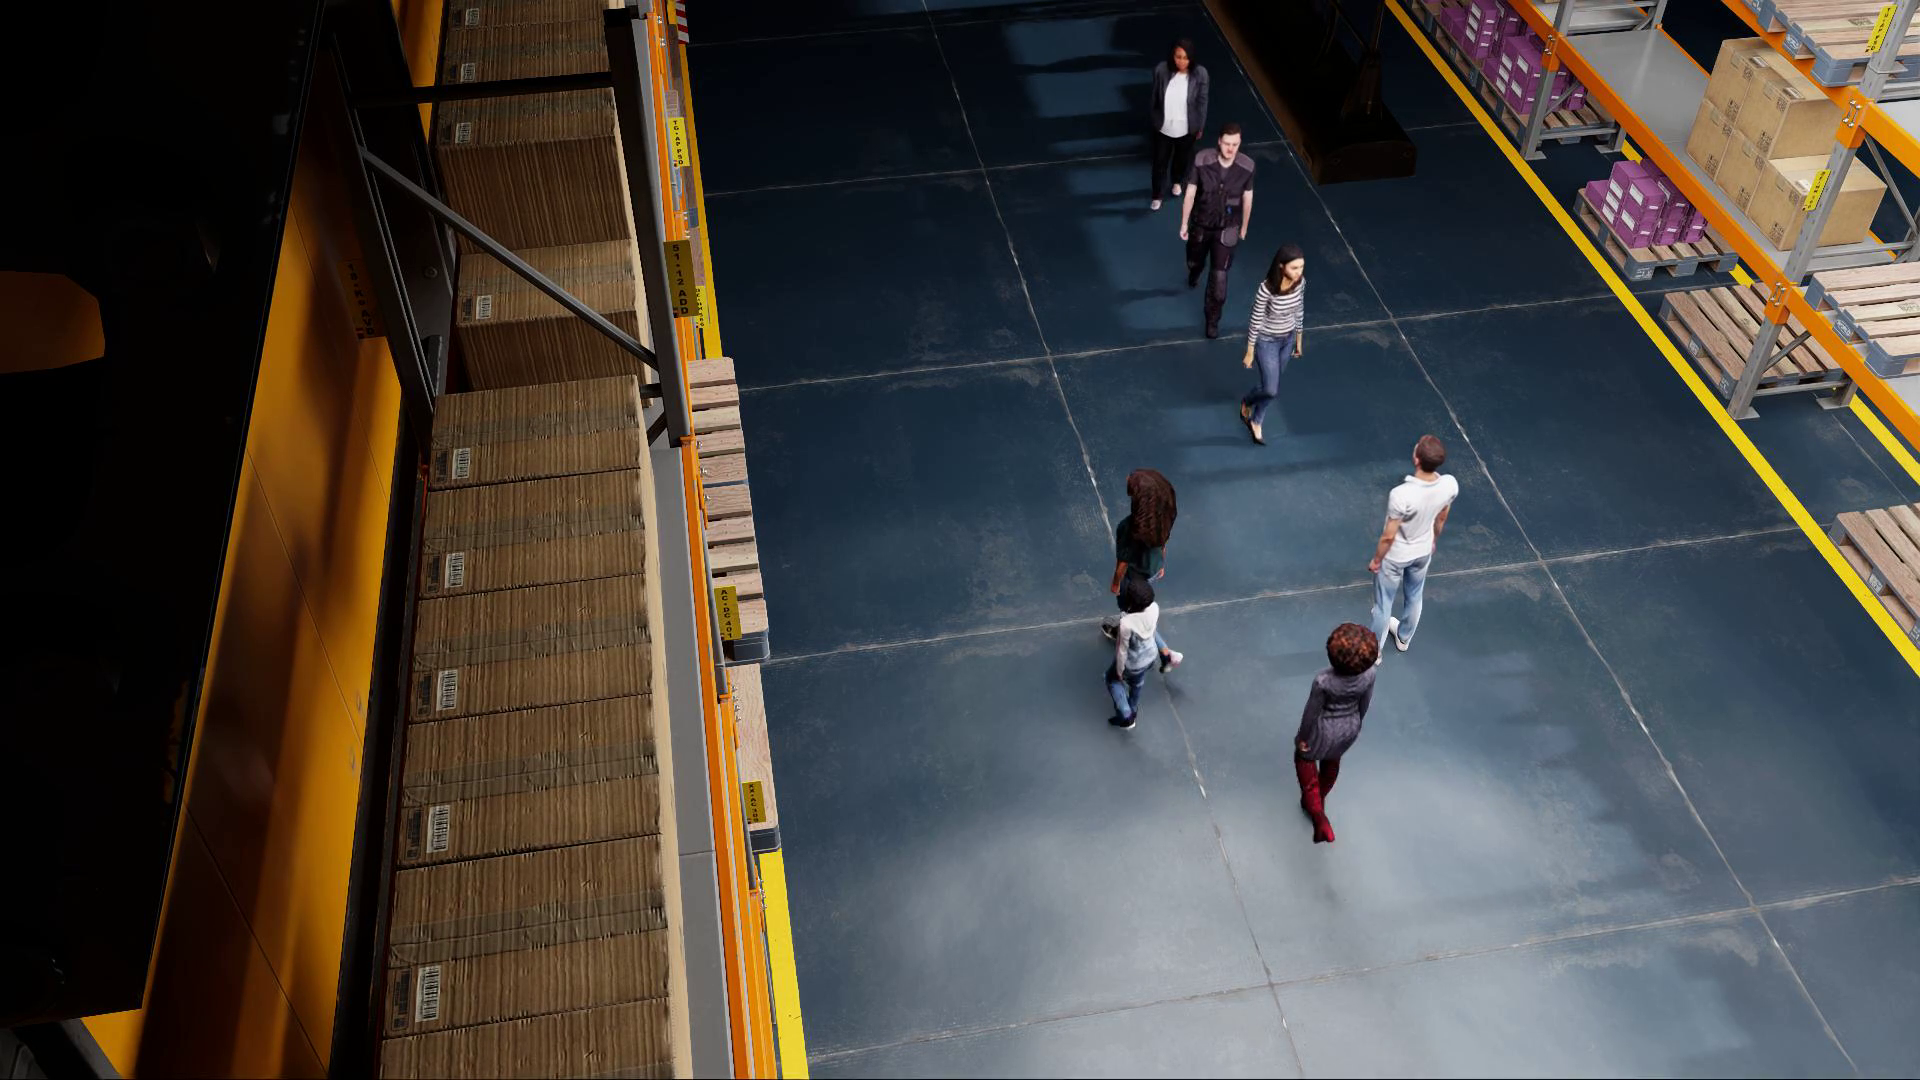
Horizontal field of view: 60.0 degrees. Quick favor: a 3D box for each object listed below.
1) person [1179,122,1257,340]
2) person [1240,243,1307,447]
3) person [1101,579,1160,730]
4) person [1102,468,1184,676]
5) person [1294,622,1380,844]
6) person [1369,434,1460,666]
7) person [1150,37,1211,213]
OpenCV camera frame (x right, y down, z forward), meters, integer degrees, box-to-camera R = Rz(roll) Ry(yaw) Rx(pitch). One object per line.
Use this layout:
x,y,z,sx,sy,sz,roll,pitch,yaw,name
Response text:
2.078,-2.621,13.645,0.968,1.823,1.214,7,44,7,person
2.293,-1.491,12.486,0.730,1.785,0.772,-24,49,-23,person
1.134,0.746,10.525,0.575,1.251,0.627,-25,49,-24,person
1.225,0.239,10.808,1.006,1.596,0.919,30,51,28,person
2.205,1.175,9.752,0.579,1.698,0.762,-7,44,-8,person
2.901,0.072,10.798,0.696,1.851,0.628,-17,46,-17,person
1.976,-3.827,15.094,0.828,1.571,0.975,5,44,6,person
